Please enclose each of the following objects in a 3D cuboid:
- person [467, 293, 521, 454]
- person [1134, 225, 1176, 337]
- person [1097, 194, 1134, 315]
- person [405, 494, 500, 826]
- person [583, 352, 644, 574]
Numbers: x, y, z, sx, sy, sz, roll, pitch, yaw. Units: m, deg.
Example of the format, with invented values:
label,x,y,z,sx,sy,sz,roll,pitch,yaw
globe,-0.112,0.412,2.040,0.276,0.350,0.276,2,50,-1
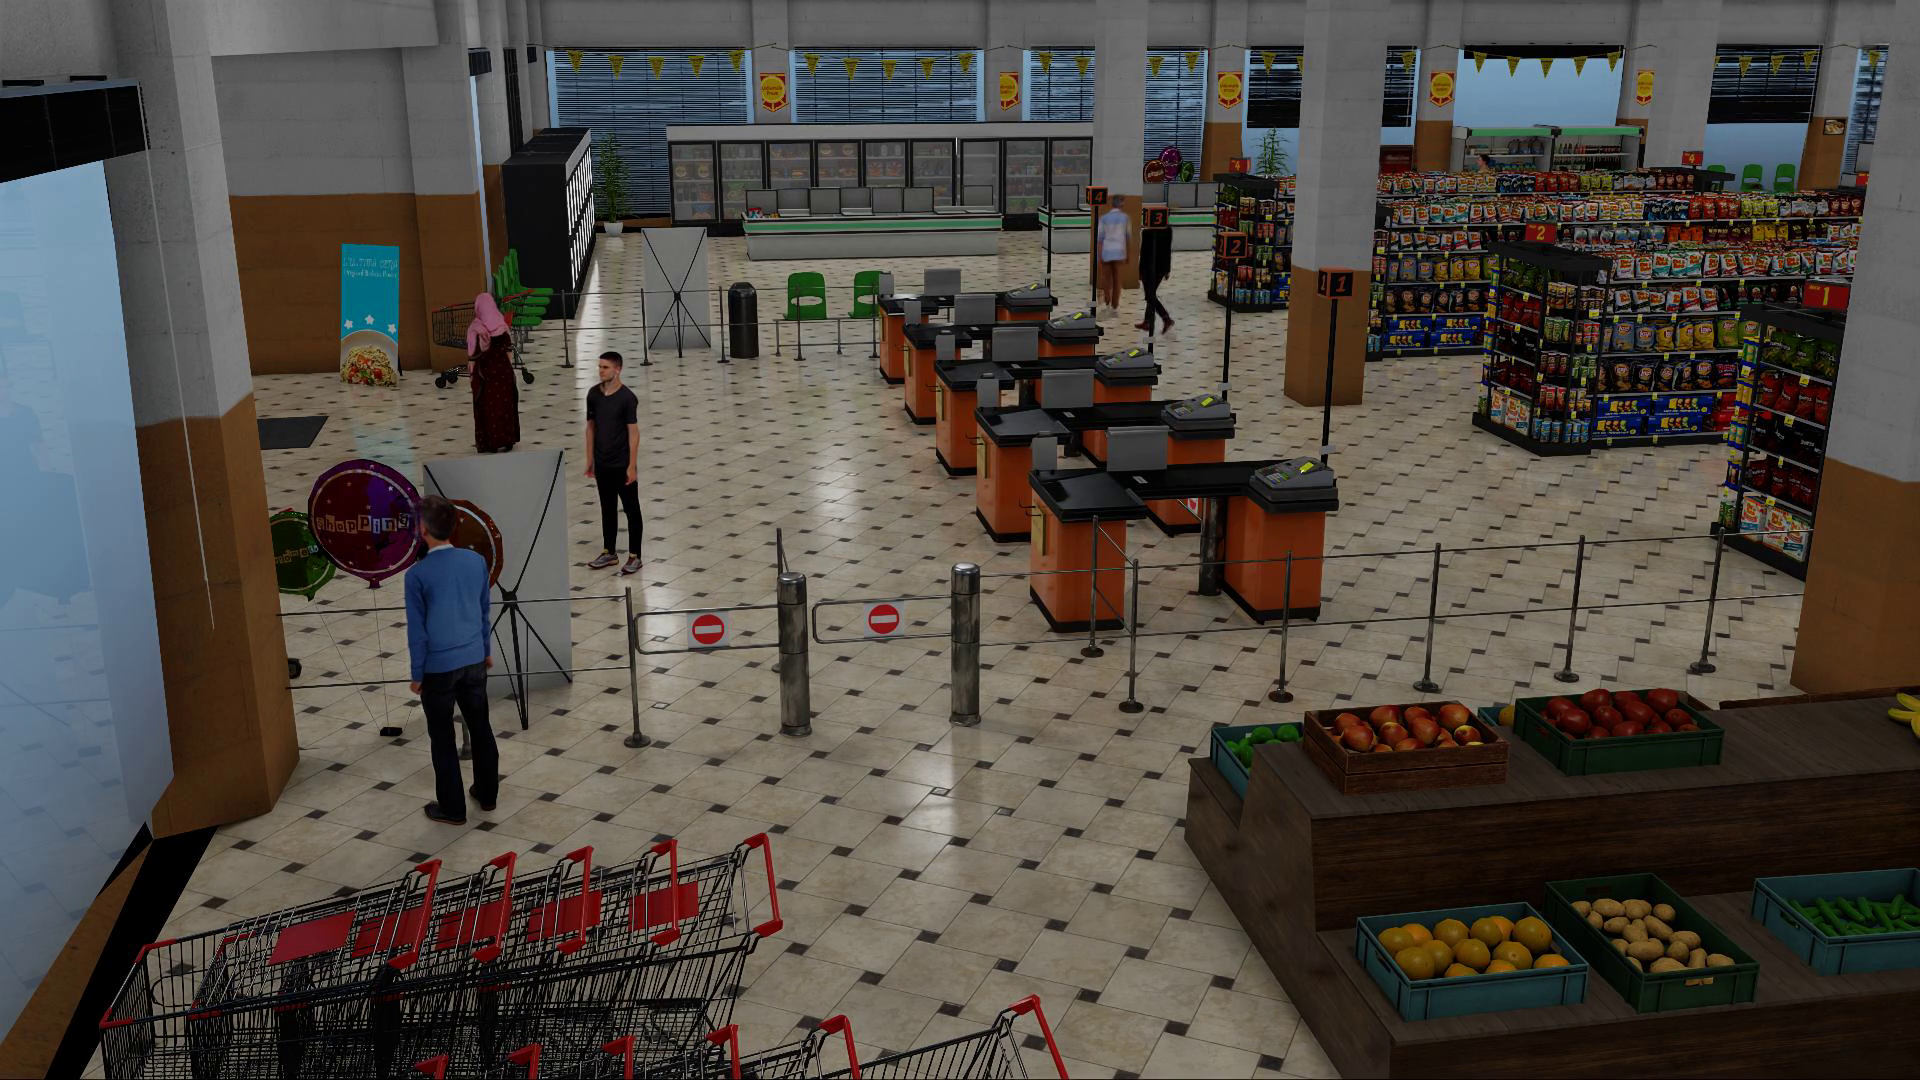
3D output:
label,x,y,z,sx,sy,sz,roll,pitch,yaw
person,-4.784,-1.714,16.993,0.685,1.639,0.810,-12,21,-34
person,2.802,-3.790,23.567,1.176,1.791,1.107,-13,21,-37
person,2.334,-4.310,25.304,1.171,1.777,1.012,1,17,4
person,-2.729,0.636,8.941,0.802,1.820,0.722,14,22,38
person,-2.727,-0.622,13.181,0.688,1.764,0.783,8,19,25
